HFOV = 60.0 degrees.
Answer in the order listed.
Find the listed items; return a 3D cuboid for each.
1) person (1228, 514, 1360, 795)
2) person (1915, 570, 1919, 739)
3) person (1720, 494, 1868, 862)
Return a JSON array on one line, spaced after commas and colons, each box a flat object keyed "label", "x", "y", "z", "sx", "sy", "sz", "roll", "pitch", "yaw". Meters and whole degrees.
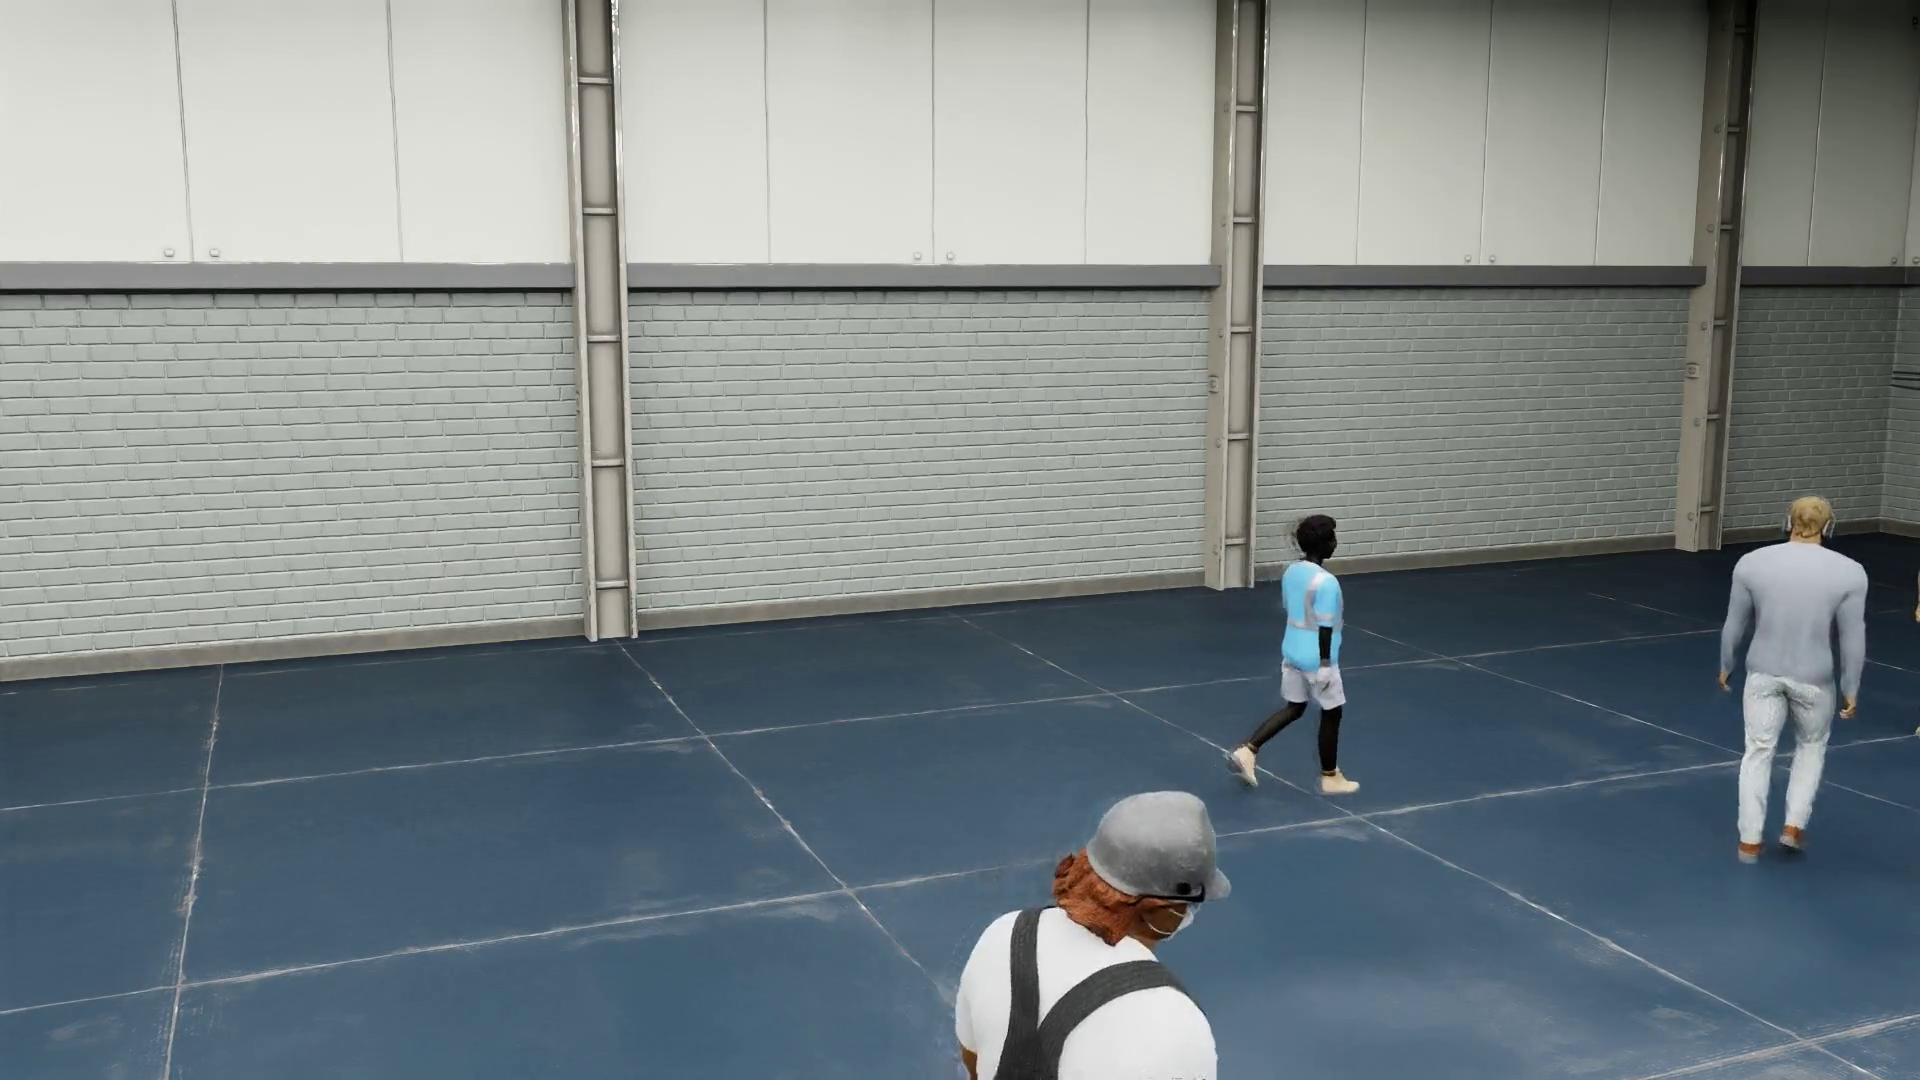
[{"label": "person", "x": 1.965, "y": 0.676, "z": 9.631, "sx": 0.727, "sy": 1.674, "sz": 0.538, "roll": -3, "pitch": 9, "yaw": -15}, {"label": "person", "x": 6.468, "y": 0.412, "z": 10.737, "sx": 0.514, "sy": 1.846, "sz": 0.336, "roll": 6, "pitch": 11, "yaw": 32}, {"label": "person", "x": 4.296, "y": 0.715, "z": 8.625, "sx": 0.690, "sy": 1.909, "sz": 0.556, "roll": 6, "pitch": 11, "yaw": 33}]
